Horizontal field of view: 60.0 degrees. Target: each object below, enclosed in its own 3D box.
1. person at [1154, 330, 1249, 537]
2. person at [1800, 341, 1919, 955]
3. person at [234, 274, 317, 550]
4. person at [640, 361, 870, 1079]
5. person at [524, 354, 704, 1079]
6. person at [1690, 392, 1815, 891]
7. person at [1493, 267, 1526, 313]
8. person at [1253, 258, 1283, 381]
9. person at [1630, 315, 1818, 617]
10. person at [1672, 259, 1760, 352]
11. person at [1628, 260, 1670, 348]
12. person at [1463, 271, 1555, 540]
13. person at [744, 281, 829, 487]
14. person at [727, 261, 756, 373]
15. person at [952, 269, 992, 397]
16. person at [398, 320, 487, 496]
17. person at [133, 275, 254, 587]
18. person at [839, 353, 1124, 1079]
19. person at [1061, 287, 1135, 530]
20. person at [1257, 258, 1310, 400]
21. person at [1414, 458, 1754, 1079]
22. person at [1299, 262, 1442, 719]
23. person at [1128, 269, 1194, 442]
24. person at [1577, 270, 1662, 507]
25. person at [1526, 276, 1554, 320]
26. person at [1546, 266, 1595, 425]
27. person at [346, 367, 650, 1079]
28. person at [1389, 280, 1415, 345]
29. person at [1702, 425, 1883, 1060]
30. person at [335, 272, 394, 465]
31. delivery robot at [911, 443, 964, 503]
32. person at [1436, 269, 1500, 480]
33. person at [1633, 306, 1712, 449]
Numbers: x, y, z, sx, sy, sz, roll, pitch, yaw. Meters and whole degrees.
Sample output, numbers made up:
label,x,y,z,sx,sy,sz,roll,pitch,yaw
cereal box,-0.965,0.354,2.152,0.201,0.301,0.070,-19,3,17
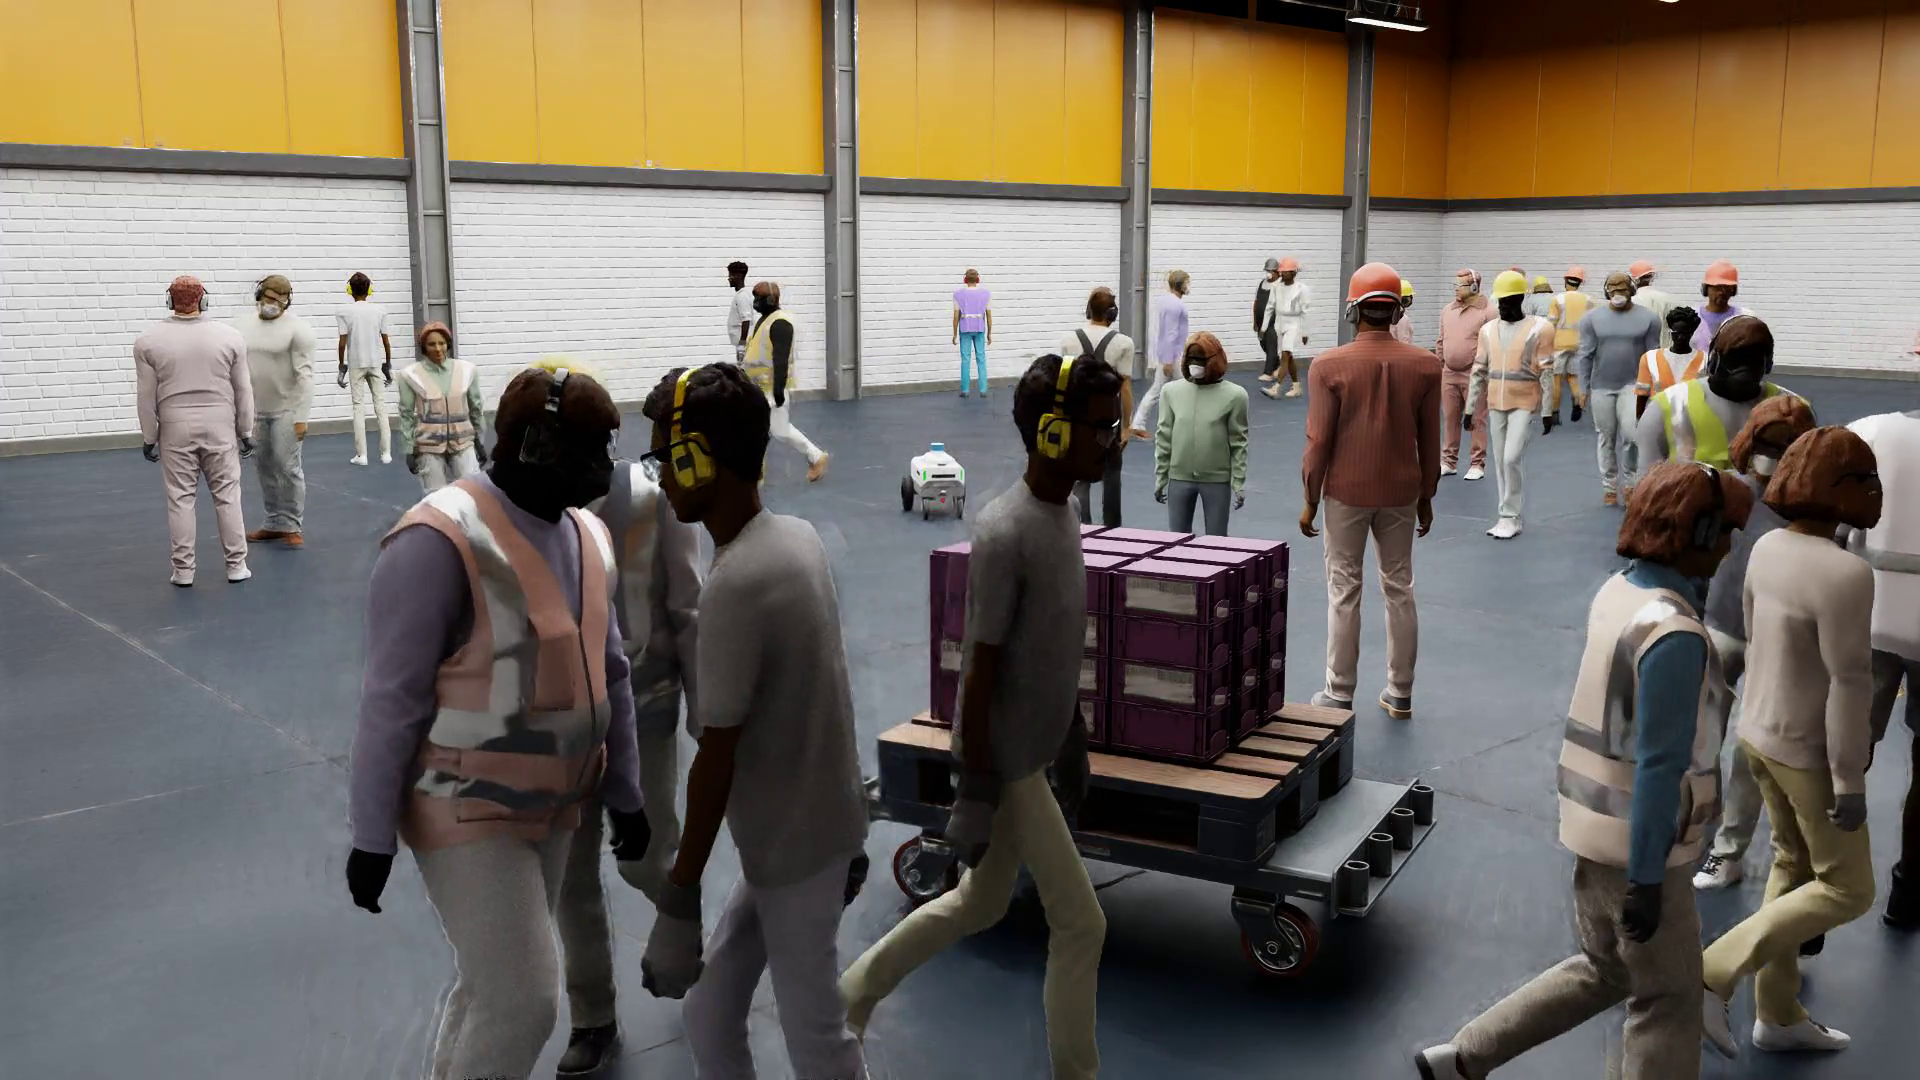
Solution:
label,x,y,z,sx,sy,sz,roll,pitch,yaw
person,1.282,-0.301,8.894,0.498,1.633,0.287,4,10,21
person,2.706,0.271,4.768,0.555,1.905,0.855,9,13,43
person,-4.757,-0.878,11.504,0.769,1.905,0.351,4,10,20
person,-0.420,0.595,3.067,0.778,1.829,0.517,0,10,1
person,-0.897,0.429,4.157,0.627,1.799,0.604,1,10,4
person,2.466,0.337,5.223,0.375,1.614,0.536,-7,12,-36
person,8.497,-3.345,26.093,0.668,1.857,0.633,-6,11,-31
person,5.135,-3.636,27.228,0.687,2.000,0.922,9,13,42
person,2.799,0.100,6.042,0.638,1.800,0.911,1,10,8
person,5.712,-1.122,12.647,0.623,2.014,0.916,3,10,19
person,7.427,-2.069,18.249,0.641,1.973,0.581,-5,11,-26
person,3.870,-0.956,11.893,0.602,1.910,0.622,-7,12,-37
person,-1.584,-1.353,14.535,0.794,1.820,0.630,-4,11,-25
person,-2.661,-2.423,20.342,0.368,1.965,0.609,-1,10,-5
person,0.177,-2.958,23.836,0.571,1.840,0.374,-2,10,-10
person,-3.218,-0.555,10.391,0.530,1.623,0.372,-5,11,-29
person,-4.682,-0.664,10.217,0.651,1.907,0.409,-5,11,-26
person,0.050,0.481,3.790,0.897,1.829,0.527,3,10,15
person,0.926,-0.796,11.259,0.542,1.806,0.860,2,10,14
person,4.588,-2.982,23.541,1.066,1.984,0.631,-8,13,-40
person,1.323,0.630,3.478,0.594,1.615,0.544,1,10,7
person,1.779,-0.202,7.255,0.621,1.991,0.397,-1,10,-8
person,2.296,-1.981,18.000,1.011,1.893,0.647,0,10,2
person,5.273,-1.199,13.350,0.635,1.912,0.524,4,10,21
person,9.027,-3.233,25.810,0.510,1.718,0.705,2,10,13
person,7.269,-2.314,19.865,0.624,1.910,0.575,-1,10,-5
person,-0.939,0.554,3.414,0.500,1.800,0.663,3,10,17
person,4.586,-1.818,17.375,0.299,1.772,0.533,-1,10,-4
person,2.046,0.524,4.097,0.430,1.616,0.526,0,10,2
person,-5.792,-1.662,16.175,0.535,1.868,0.309,-6,12,-33
delivery robot,-0.179,-0.517,13.034,0.477,0.478,0.707,-2,10,-9
person,4.577,-1.495,15.094,0.401,1.904,0.649,-8,12,-39
person,4.793,-0.719,11.170,0.532,1.693,0.319,4,11,24
